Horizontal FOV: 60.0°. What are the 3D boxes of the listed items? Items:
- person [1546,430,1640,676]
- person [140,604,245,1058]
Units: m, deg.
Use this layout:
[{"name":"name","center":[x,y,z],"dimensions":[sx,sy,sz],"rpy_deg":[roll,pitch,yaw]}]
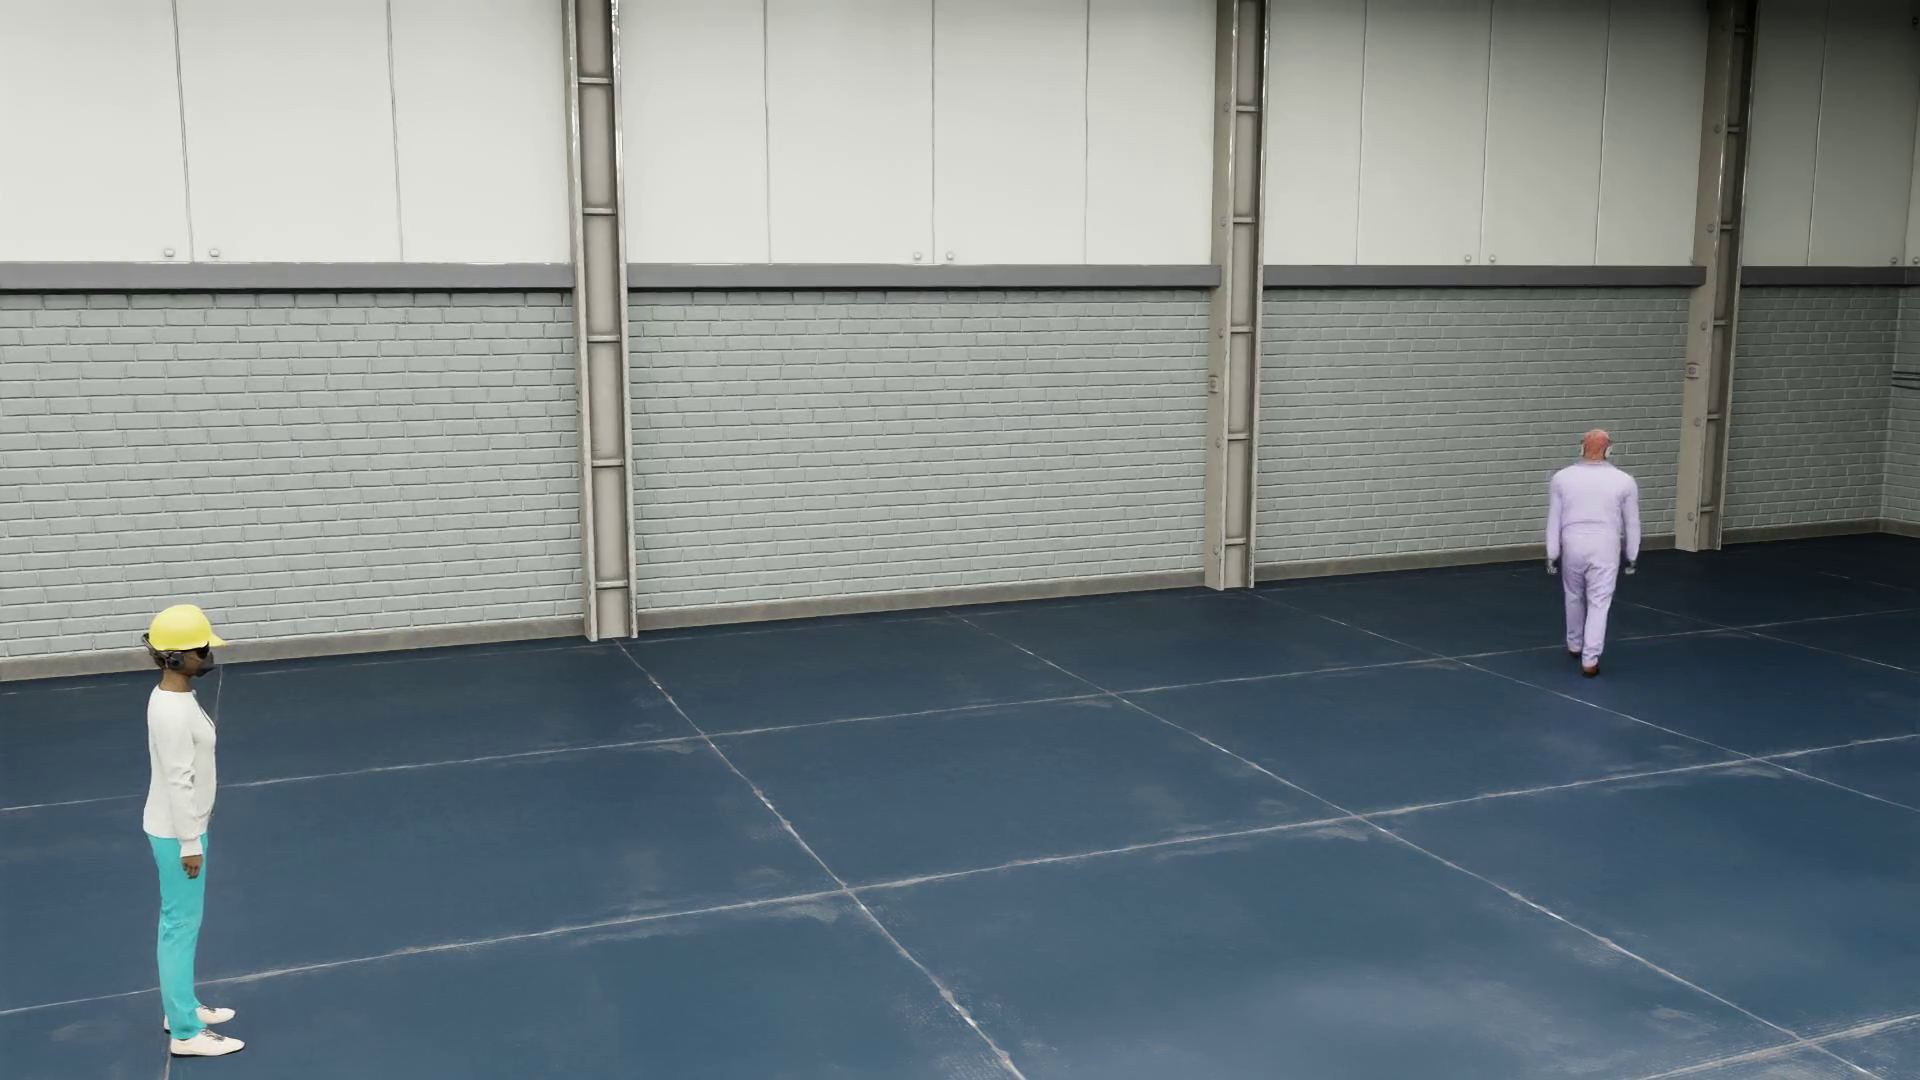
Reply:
[{"name":"person","center":[4.883,0.077,12.828],"dimensions":[0.658,1.853,0.973],"rpy_deg":[5,10,30]},{"name":"person","center":[-3.018,1.124,6.520],"dimensions":[0.331,1.768,0.526],"rpy_deg":[-4,10,-26]}]
